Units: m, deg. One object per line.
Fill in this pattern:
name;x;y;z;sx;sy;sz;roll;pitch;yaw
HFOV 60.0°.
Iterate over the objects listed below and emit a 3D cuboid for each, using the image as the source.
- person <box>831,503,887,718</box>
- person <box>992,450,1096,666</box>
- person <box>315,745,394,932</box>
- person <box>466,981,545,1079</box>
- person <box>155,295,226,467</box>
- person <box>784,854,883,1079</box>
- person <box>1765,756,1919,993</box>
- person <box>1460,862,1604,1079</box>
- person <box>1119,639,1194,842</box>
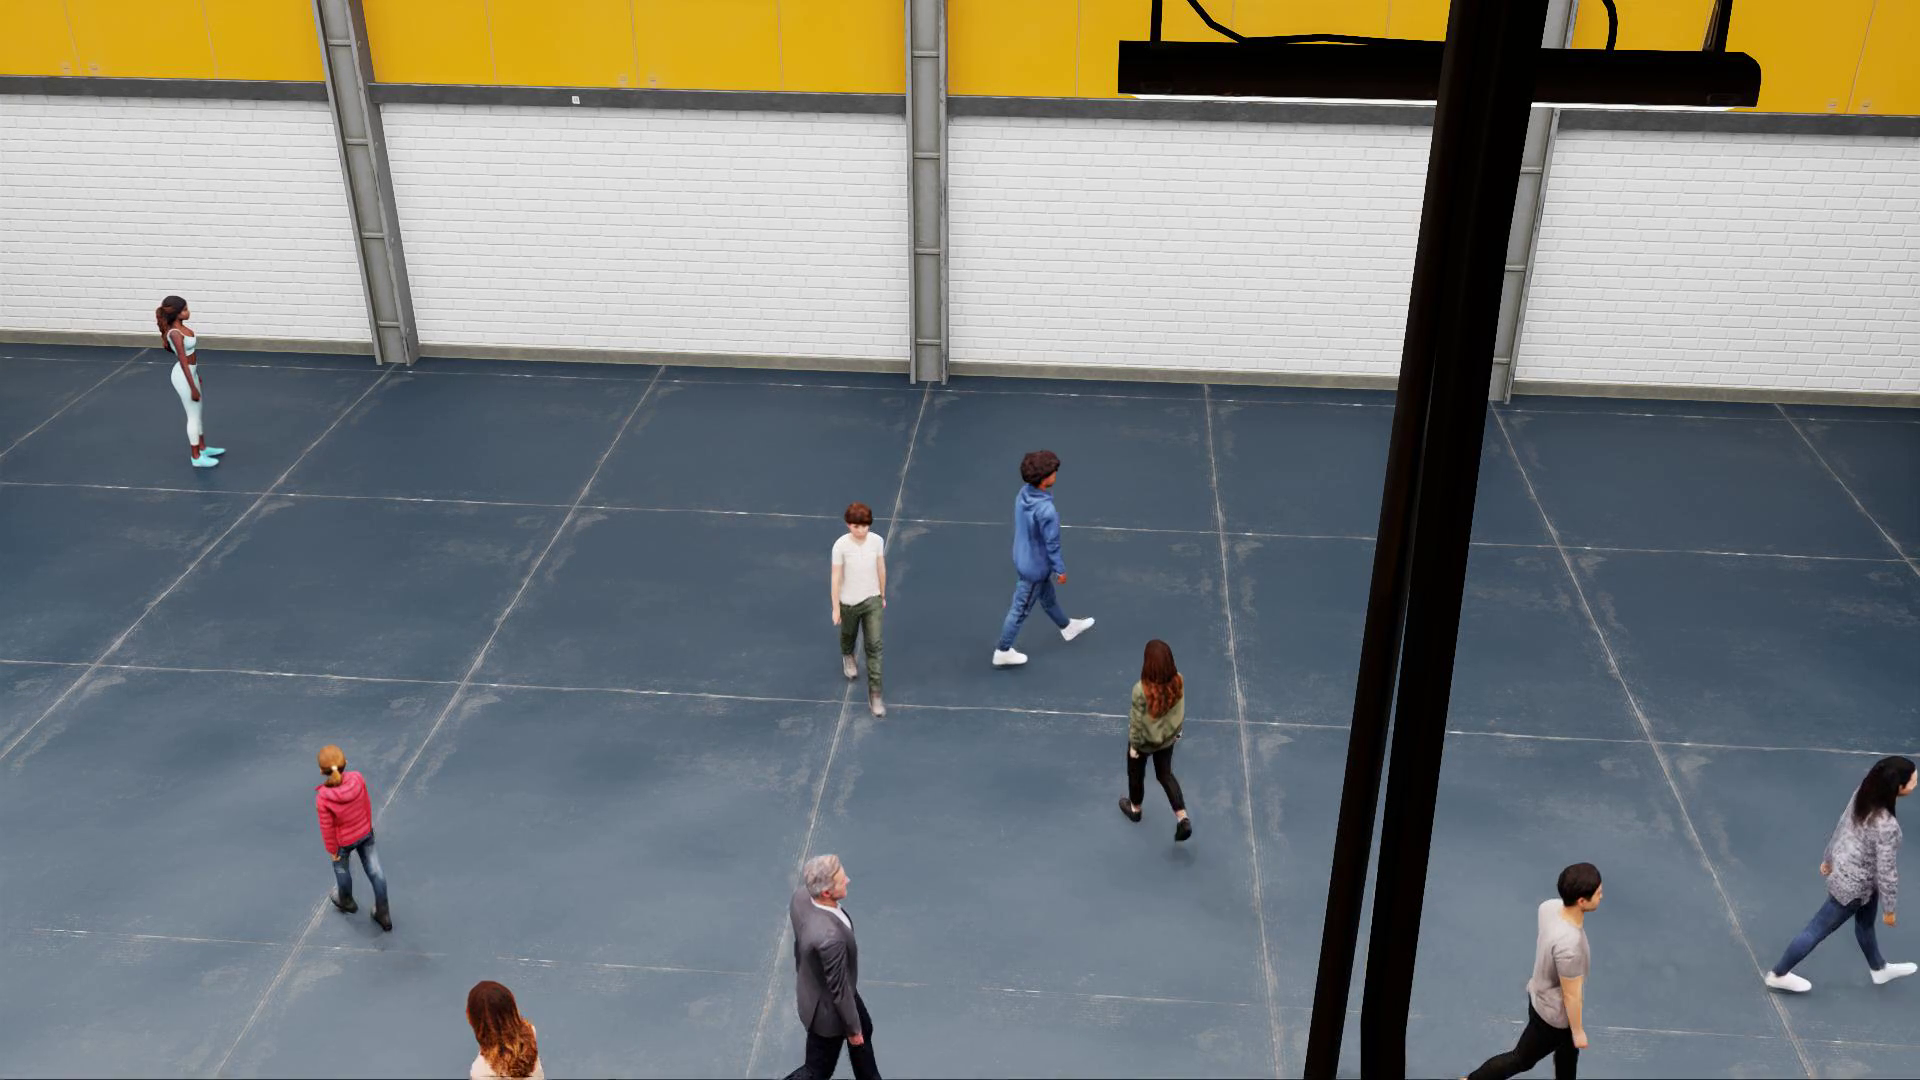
person;-0.778;0.432;12.503;1.148;1.610;0.935;-8;30;-14
person;0.499;0.180;12.802;1.260;1.767;1.003;-9;30;-17
person;-3.696;1.858;10.218;0.764;1.296;0.845;-24;37;-37
person;-2.024;2.860;7.907;1.163;1.749;0.920;16;32;27
person;-7.432;-1.535;15.992;0.662;1.723;0.648;-10;30;-18
person;-0.755;2.422;8.657;1.311;1.800;1.012;-8;29;-13
person;5.062;1.966;9.605;1.100;1.693;0.693;4;29;7
person;3.035;2.429;8.759;1.145;1.689;0.723;7;29;12
person;1.320;1.352;10.977;0.963;1.457;0.945;-14;32;-24
